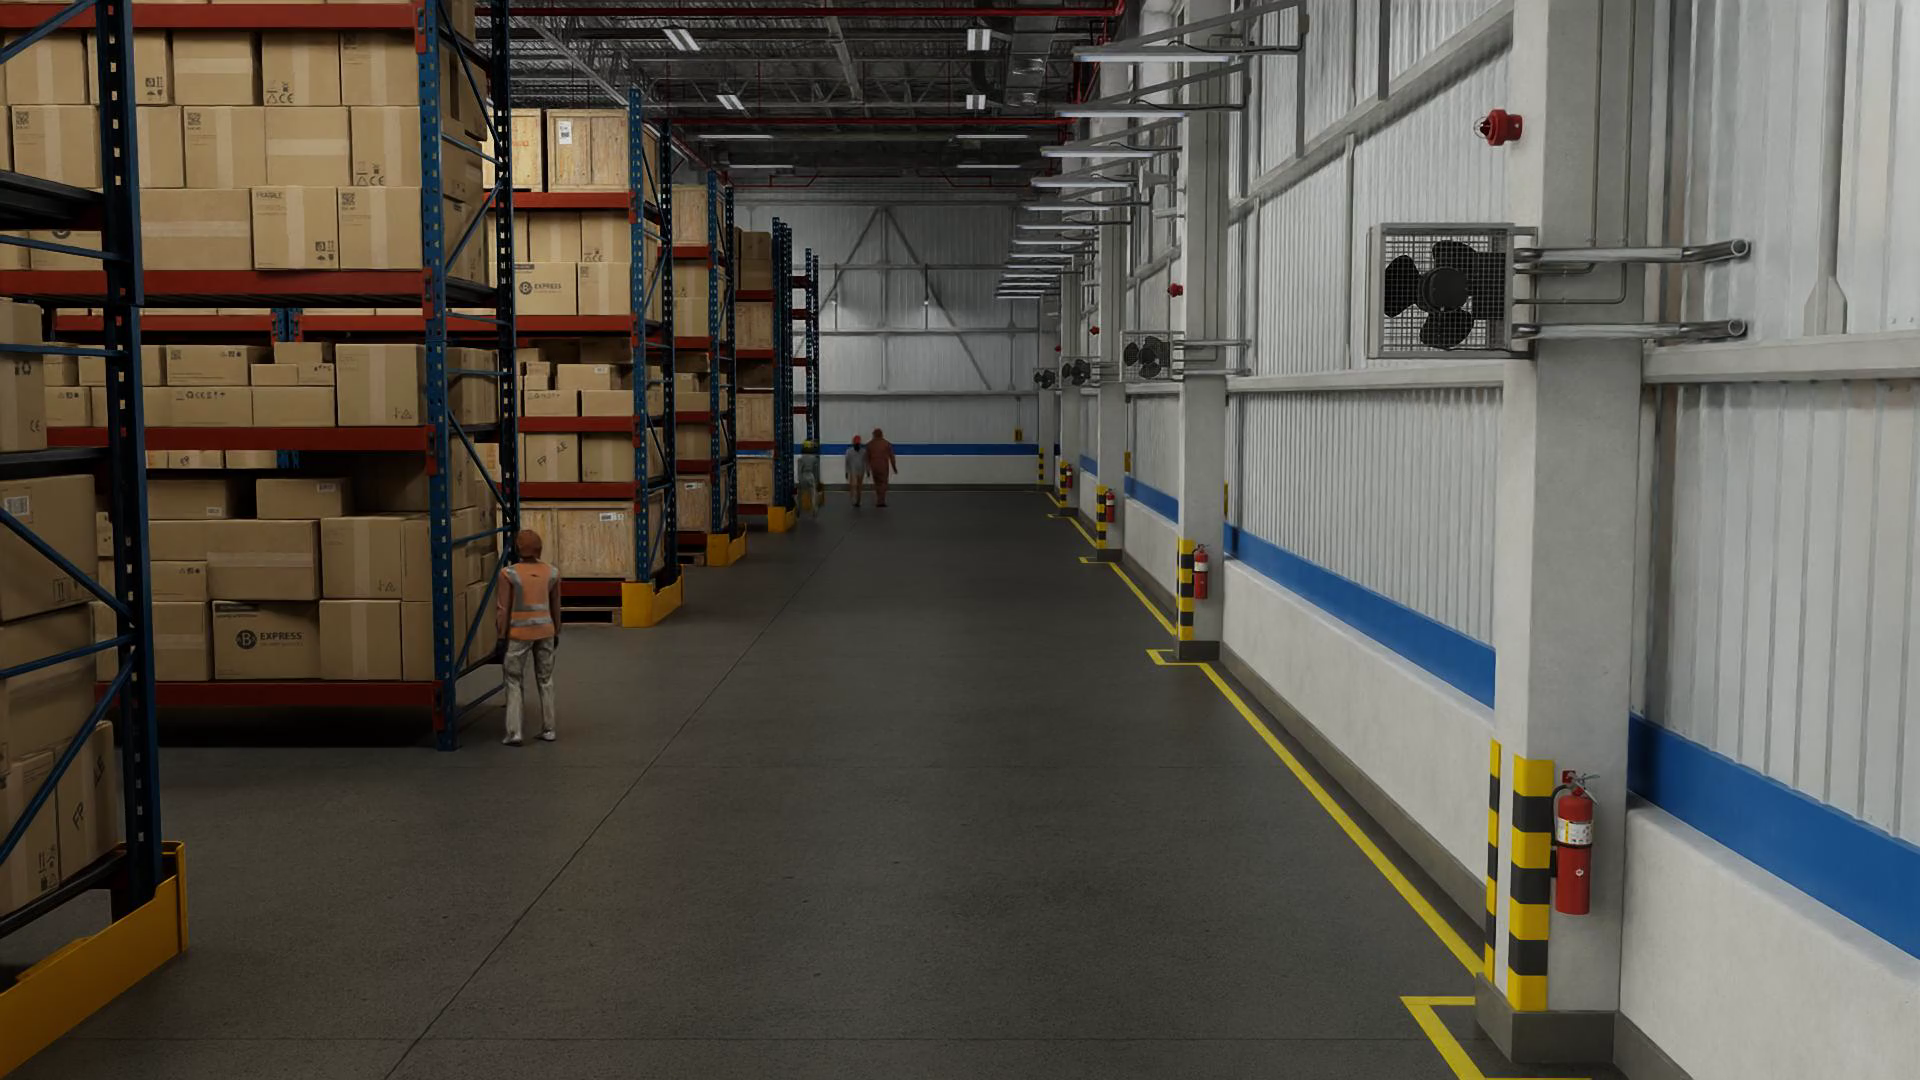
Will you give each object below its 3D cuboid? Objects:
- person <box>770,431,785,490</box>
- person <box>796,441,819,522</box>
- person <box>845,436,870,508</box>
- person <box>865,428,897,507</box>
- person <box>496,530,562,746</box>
[{"bbox_3d":[-4.207,-1.556,37.602,0.697,1.919,0.560,0,5,-5],"label":"person"},{"bbox_3d":[-3.239,-1.227,35.004,0.500,1.691,0.925,-3,6,-34],"label":"person"},{"bbox_3d":[-2.441,-1.623,39.573,0.573,1.703,0.893,-1,5,-13],"label":"person"},{"bbox_3d":[-1.897,-1.727,39.757,0.702,1.879,0.486,1,5,12],"label":"person"},{"bbox_3d":[-3.241,0.738,12.556,0.525,1.635,0.313,-4,6,-40],"label":"person"}]
